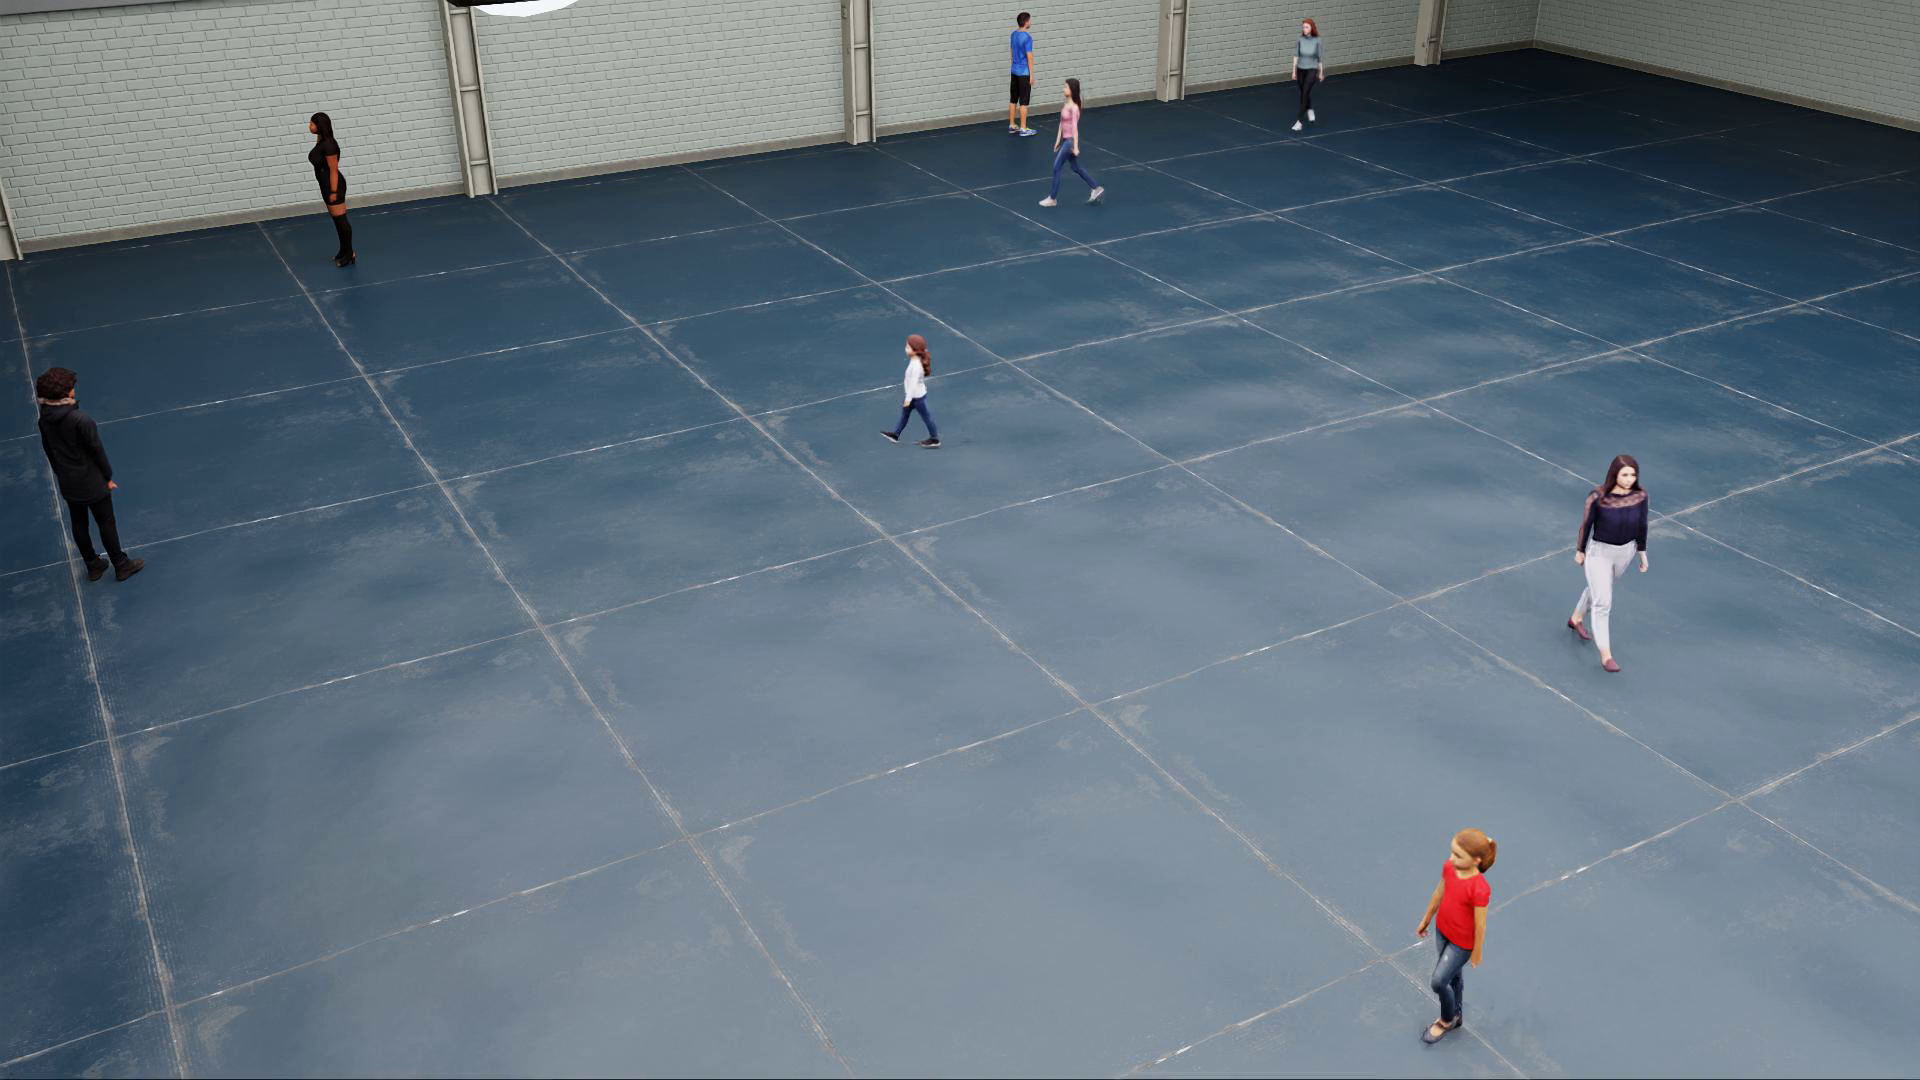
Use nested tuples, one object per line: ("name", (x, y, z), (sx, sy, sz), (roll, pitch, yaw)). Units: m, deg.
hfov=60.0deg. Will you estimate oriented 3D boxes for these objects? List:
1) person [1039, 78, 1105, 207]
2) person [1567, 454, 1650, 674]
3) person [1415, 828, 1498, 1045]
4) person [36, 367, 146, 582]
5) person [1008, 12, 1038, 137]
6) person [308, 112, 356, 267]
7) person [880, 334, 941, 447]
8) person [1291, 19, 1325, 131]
("person", (1.567, -5.367, 22.517), (1.210, 1.708, 0.860), (-4, 27, -7))
("person", (4.666, 0.114, 12.035), (1.077, 1.558, 0.920), (-4, 28, -8))
("person", (2.624, 2.030, 8.600), (0.574, 1.297, 0.533), (-8, 28, -15))
("person", (-6.855, -0.499, 12.983), (0.719, 1.781, 0.793), (4, 28, 8))
("person", (0.954, -7.337, 26.170), (0.589, 1.866, 0.636), (-20, 33, -33))
("person", (-7.635, -4.277, 20.238), (0.587, 1.856, 0.635), (-13, 30, -24))
("person", (-0.342, -1.364, 15.429), (0.827, 1.079, 0.629), (-3, 27, -7))
("person", (5.572, -7.429, 26.530), (1.026, 1.699, 1.260), (13, 30, 23))
